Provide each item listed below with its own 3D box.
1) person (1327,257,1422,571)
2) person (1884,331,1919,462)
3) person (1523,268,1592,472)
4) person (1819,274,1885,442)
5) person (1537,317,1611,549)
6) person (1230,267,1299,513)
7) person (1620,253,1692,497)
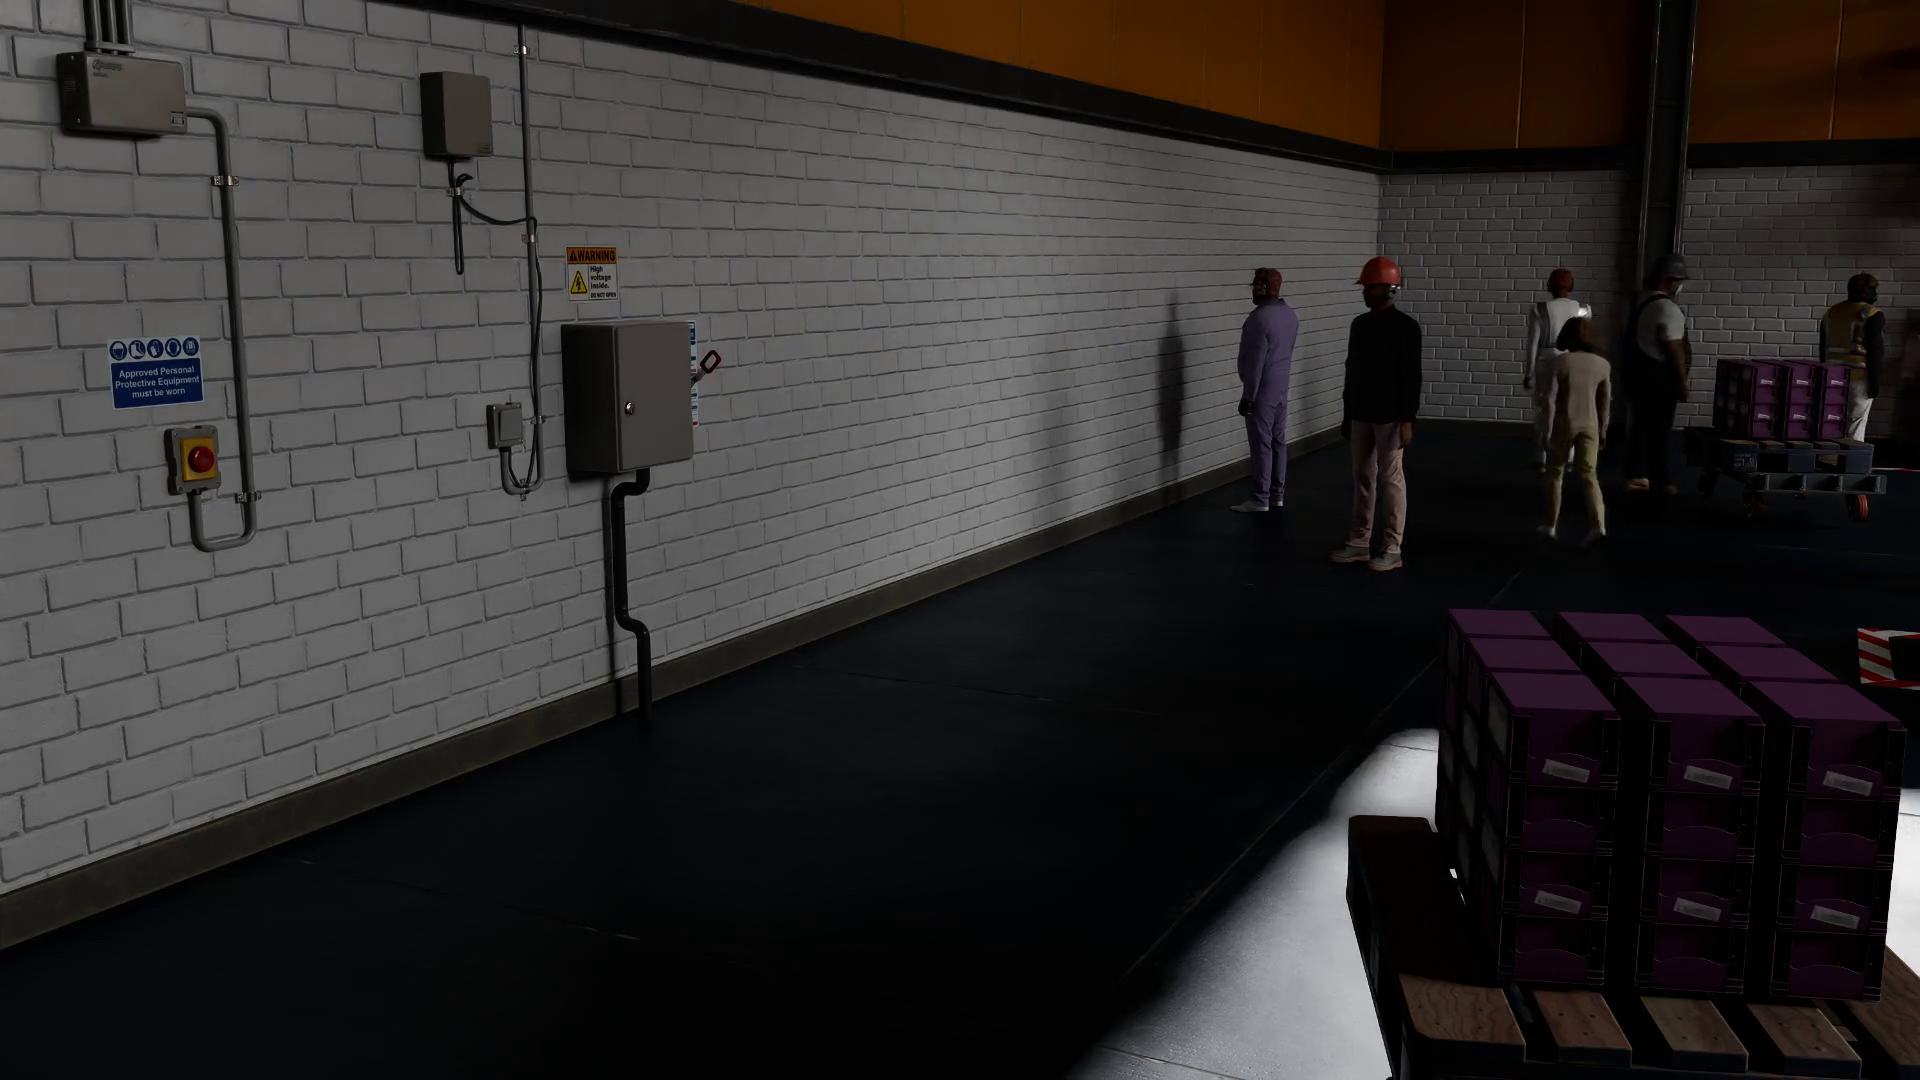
[{"bbox_3d":[2.671,-0.804,10.660,0.387,1.996,0.611,-5,11,-28],"label":"person"},{"bbox_3d":[5.874,-0.631,9.944,0.860,1.892,0.590,-7,12,-37],"label":"person"},{"bbox_3d":[5.507,-1.558,15.350,0.582,1.882,0.343,1,10,3],"label":"person"},{"bbox_3d":[7.895,-1.427,14.722,0.430,1.841,0.624,-3,10,-17],"label":"person"},{"bbox_3d":[4.292,-0.744,11.555,0.519,1.571,0.862,0,10,-1],"label":"person"},{"bbox_3d":[2.365,-1.163,12.997,0.410,1.908,0.643,7,12,36],"label":"person"},{"bbox_3d":[5.806,-1.377,13.847,0.543,2.000,0.693,-1,10,-4],"label":"person"}]
